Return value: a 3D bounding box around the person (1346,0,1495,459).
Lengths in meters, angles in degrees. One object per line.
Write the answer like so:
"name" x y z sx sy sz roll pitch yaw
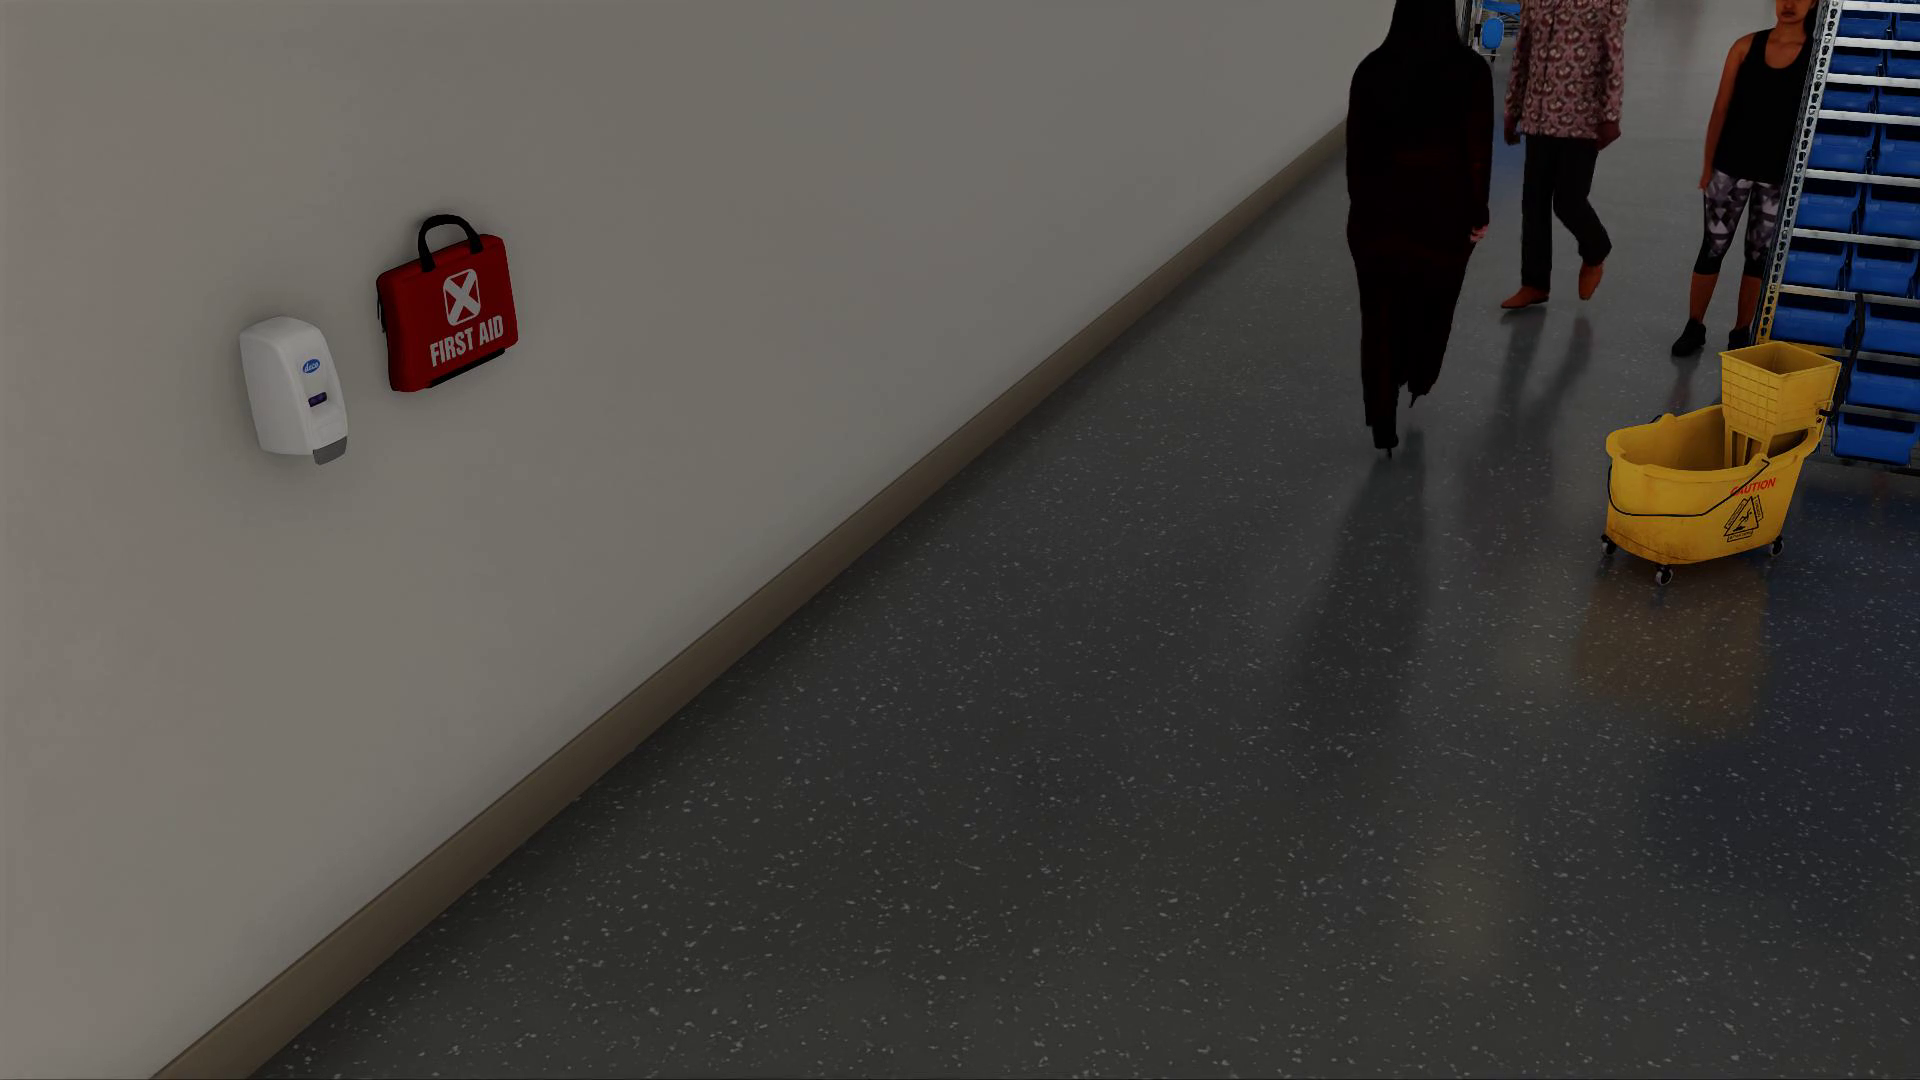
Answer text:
"person" 1.635 -1.122 6.014 0.969 1.713 0.886 7 27 14

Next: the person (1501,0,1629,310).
"person" 2.820 -1.950 7.650 0.884 1.785 0.941 21 33 36

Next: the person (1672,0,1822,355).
"person" 3.374 -1.586 7.039 0.450 1.659 0.642 13 29 25
